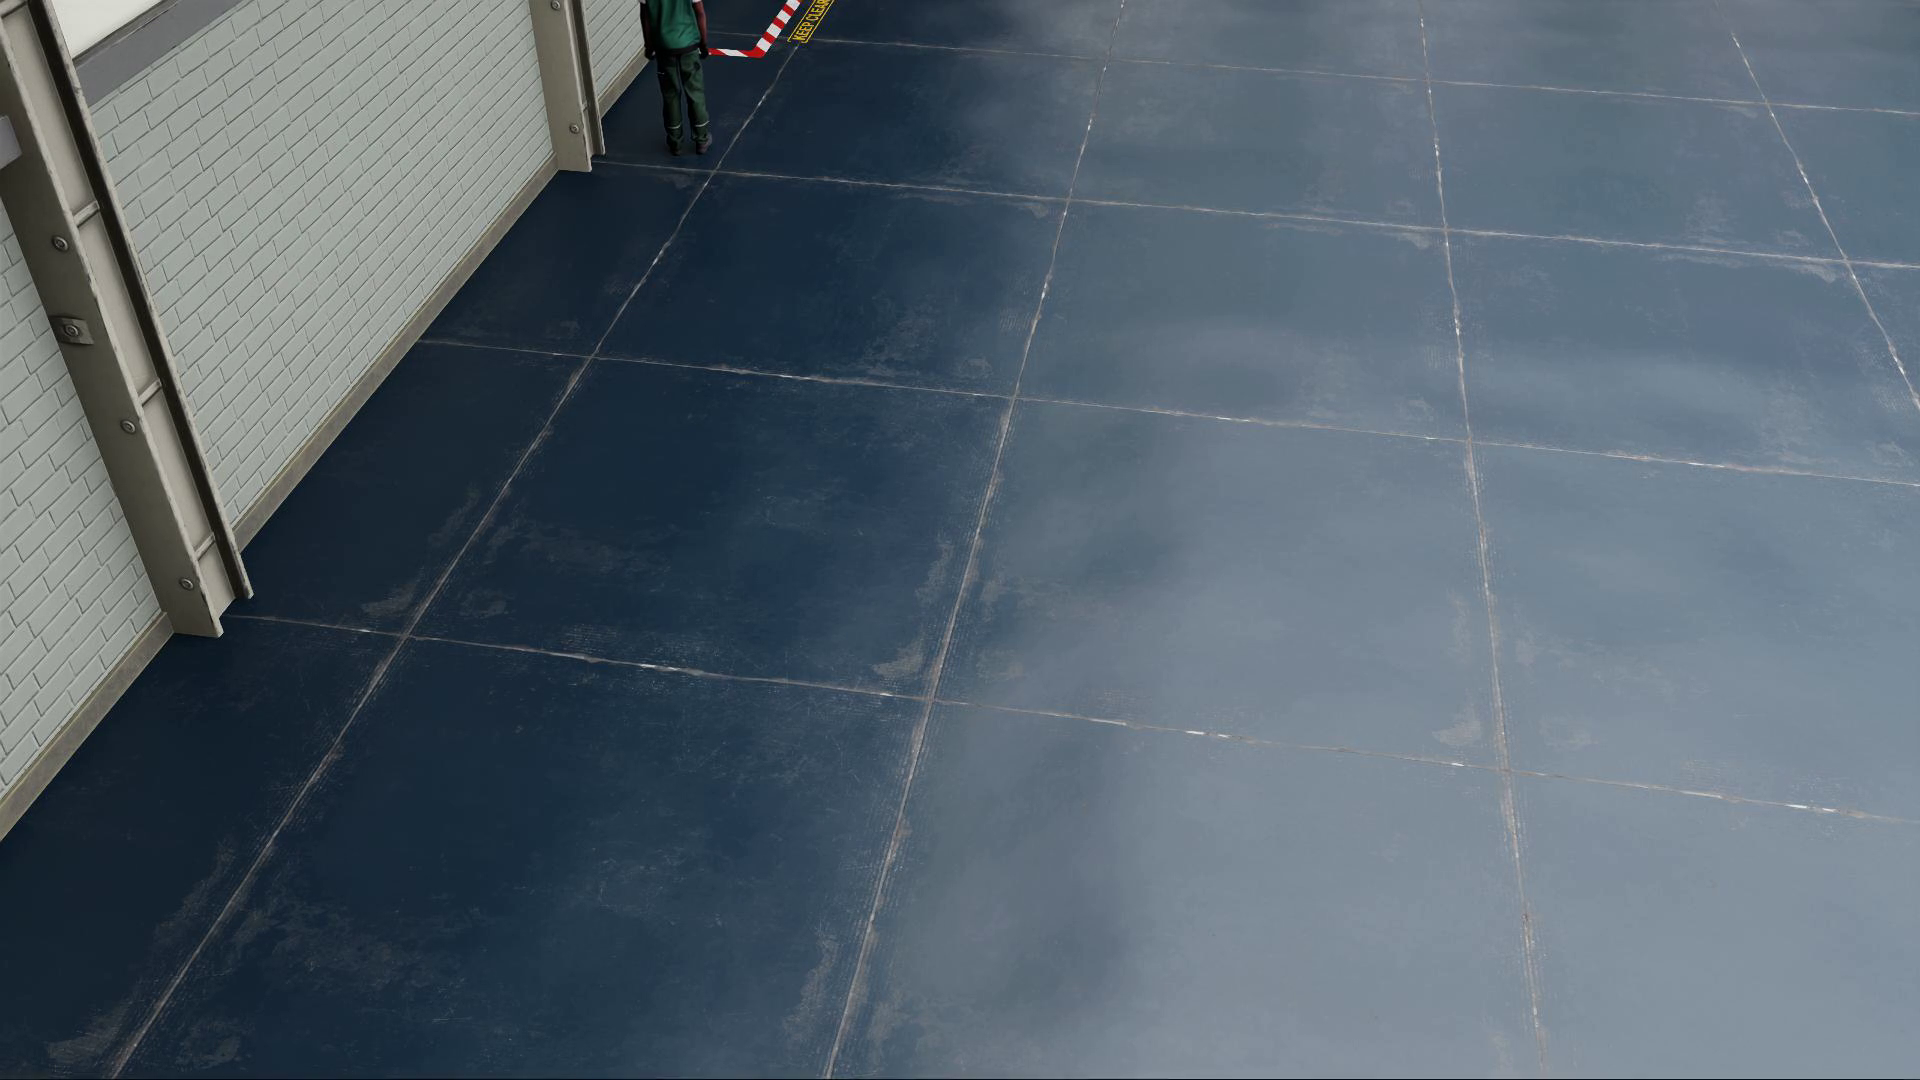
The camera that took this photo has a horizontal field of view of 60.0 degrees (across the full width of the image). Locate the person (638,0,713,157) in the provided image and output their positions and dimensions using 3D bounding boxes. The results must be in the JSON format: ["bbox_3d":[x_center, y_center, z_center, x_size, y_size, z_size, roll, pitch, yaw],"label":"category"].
[{"bbox_3d":[-2.345,-4.087,13.743,0.750,1.838,0.691,-3,38,-4],"label":"person"}]
